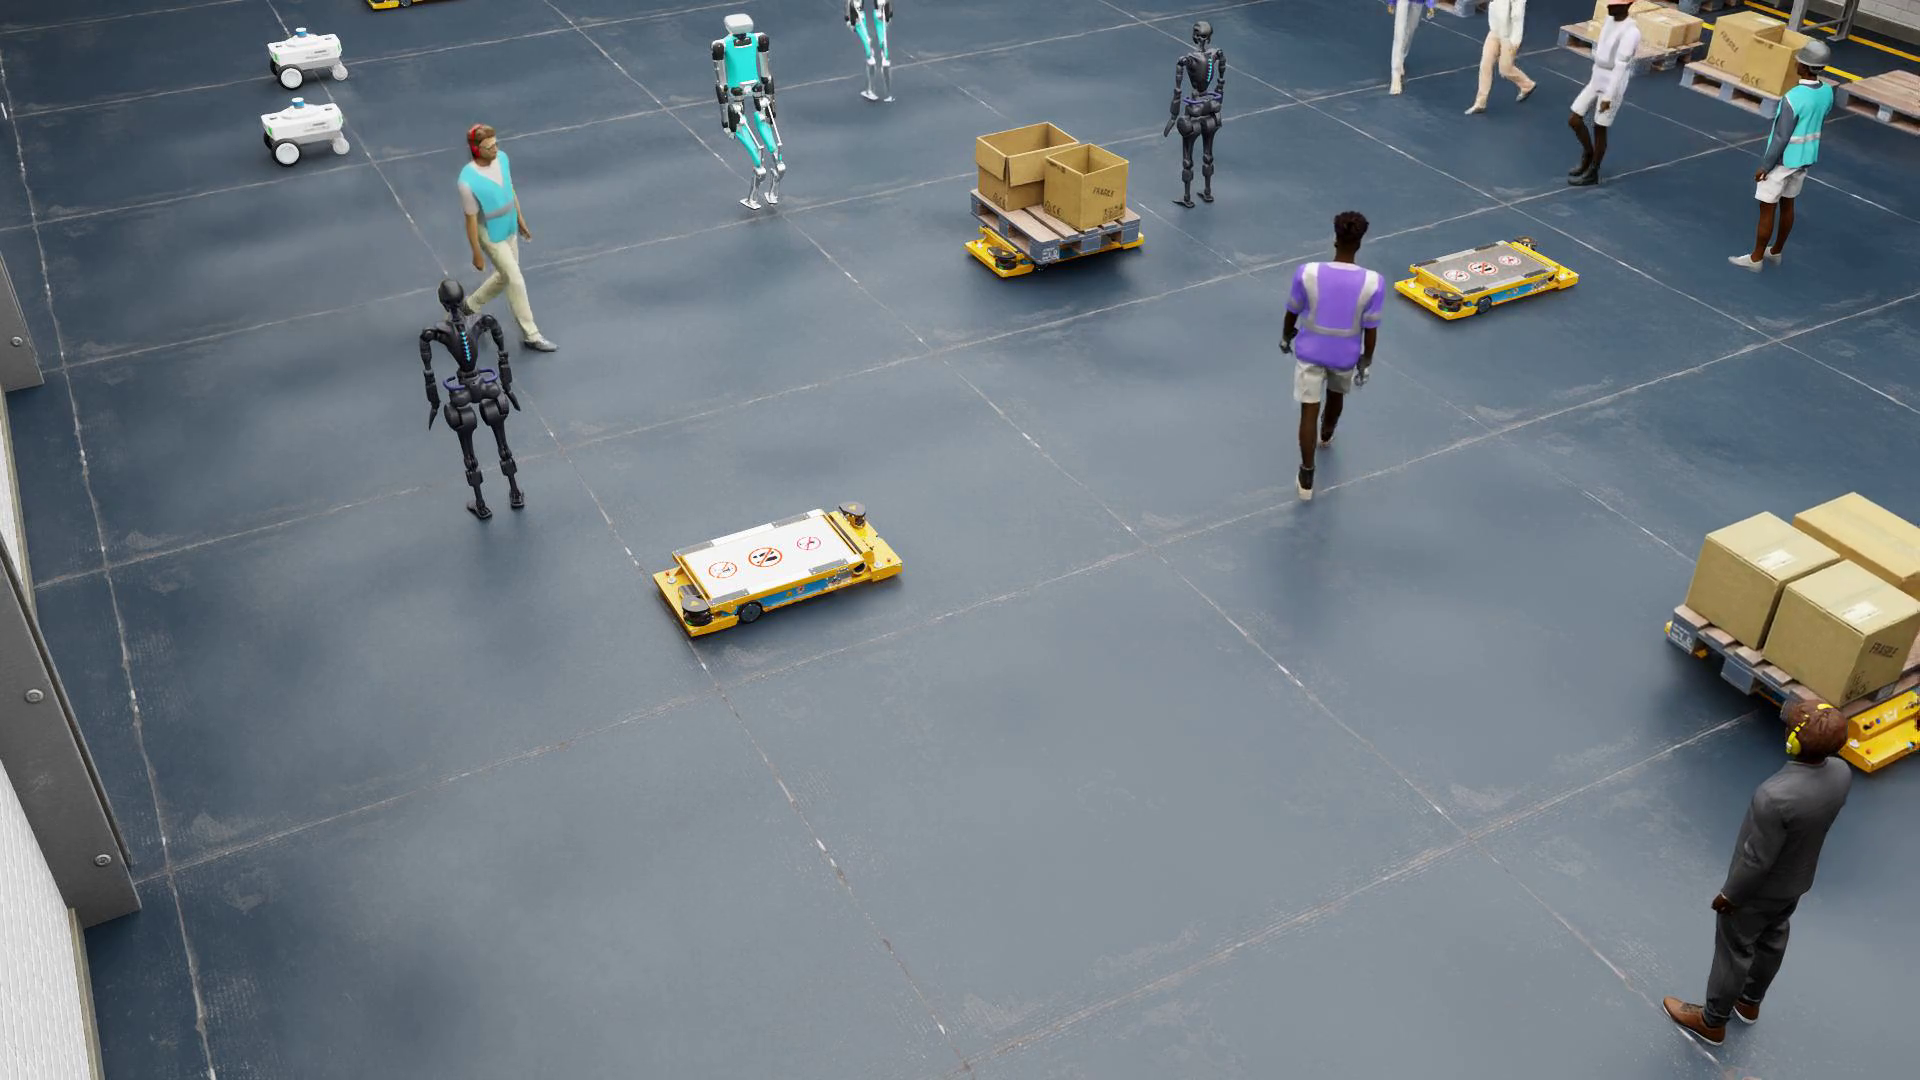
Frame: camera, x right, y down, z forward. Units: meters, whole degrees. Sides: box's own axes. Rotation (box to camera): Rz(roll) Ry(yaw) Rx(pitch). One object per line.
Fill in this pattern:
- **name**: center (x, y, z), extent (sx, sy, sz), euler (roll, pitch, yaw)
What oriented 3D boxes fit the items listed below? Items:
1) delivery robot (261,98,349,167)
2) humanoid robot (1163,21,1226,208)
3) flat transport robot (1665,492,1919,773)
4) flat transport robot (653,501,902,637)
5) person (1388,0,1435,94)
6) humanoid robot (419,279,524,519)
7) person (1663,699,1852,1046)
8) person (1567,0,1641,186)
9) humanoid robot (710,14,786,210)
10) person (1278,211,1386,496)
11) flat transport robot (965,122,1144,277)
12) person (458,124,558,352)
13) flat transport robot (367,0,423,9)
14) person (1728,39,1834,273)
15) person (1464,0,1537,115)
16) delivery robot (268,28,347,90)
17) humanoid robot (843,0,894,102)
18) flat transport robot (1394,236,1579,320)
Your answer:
- **delivery robot**: center (-6.374, -4.004, 16.158), extent (0.739, 0.566, 0.499), euler (-17, 39, -23)
- **humanoid robot**: center (2.130, -3.829, 14.943), extent (0.599, 1.657, 0.315), euler (-17, 39, -23)
- **flat transport robot**: center (4.883, 0.760, 9.631), extent (0.659, 0.231, 1.431), euler (-17, 39, -23)
- **flat transport robot**: center (-1.146, 0.170, 10.474), extent (1.431, 0.231, 0.659), euler (-17, 39, -23)
- **person**: center (4.758, -5.722, 17.532), extent (0.480, 1.822, 0.959), euler (5, 35, 7)
- **humanoid robot**: center (-3.168, -0.920, 10.789), extent (0.599, 1.657, 0.315), euler (-17, 39, -23)
- **person**: center (3.508, 1.458, 7.235), extent (0.500, 1.873, 0.335), euler (-17, 39, -23)
- **person**: center (5.876, -4.155, 15.209), extent (0.414, 1.917, 0.545), euler (-8, 36, -11)
- **humanoid robot**: center (-1.791, -3.701, 14.604), extent (0.533, 1.677, 0.735), euler (-17, 39, -23)
- **person**: center (2.463, -1.318, 11.159), extent (0.626, 1.912, 0.991), euler (5, 35, 8)
- **flat transport robot**: center (0.823, -2.626, 14.465), extent (1.431, 0.231, 0.659), euler (-17, 39, -23)
- **person**: center (-3.571, -2.317, 12.672), extent (0.812, 1.819, 0.572), euler (8, 36, 12)
- **flat transport robot**: center (-6.557, -6.779, 20.395), extent (1.431, 0.231, 0.659), euler (-17, 39, -23)
- **person**: center (6.859, -3.157, 13.768), extent (0.564, 1.938, 0.430), euler (-17, 39, -23)
- **person**: center (5.582, -5.113, 16.830), extent (0.731, 1.634, 0.474), euler (-14, 37, -19)
- **delivery robot**: center (-7.024, -5.206, 17.874), extent (0.739, 0.566, 0.499), euler (-17, 39, -23)
- **humanoid robot**: center (-0.906, -5.314, 17.054), extent (0.534, 1.813, 0.744), euler (-8, 36, -11)
- **flat transport robot**: center (4.387, -2.180, 13.828), extent (1.431, 0.231, 0.659), euler (-17, 39, -23)
